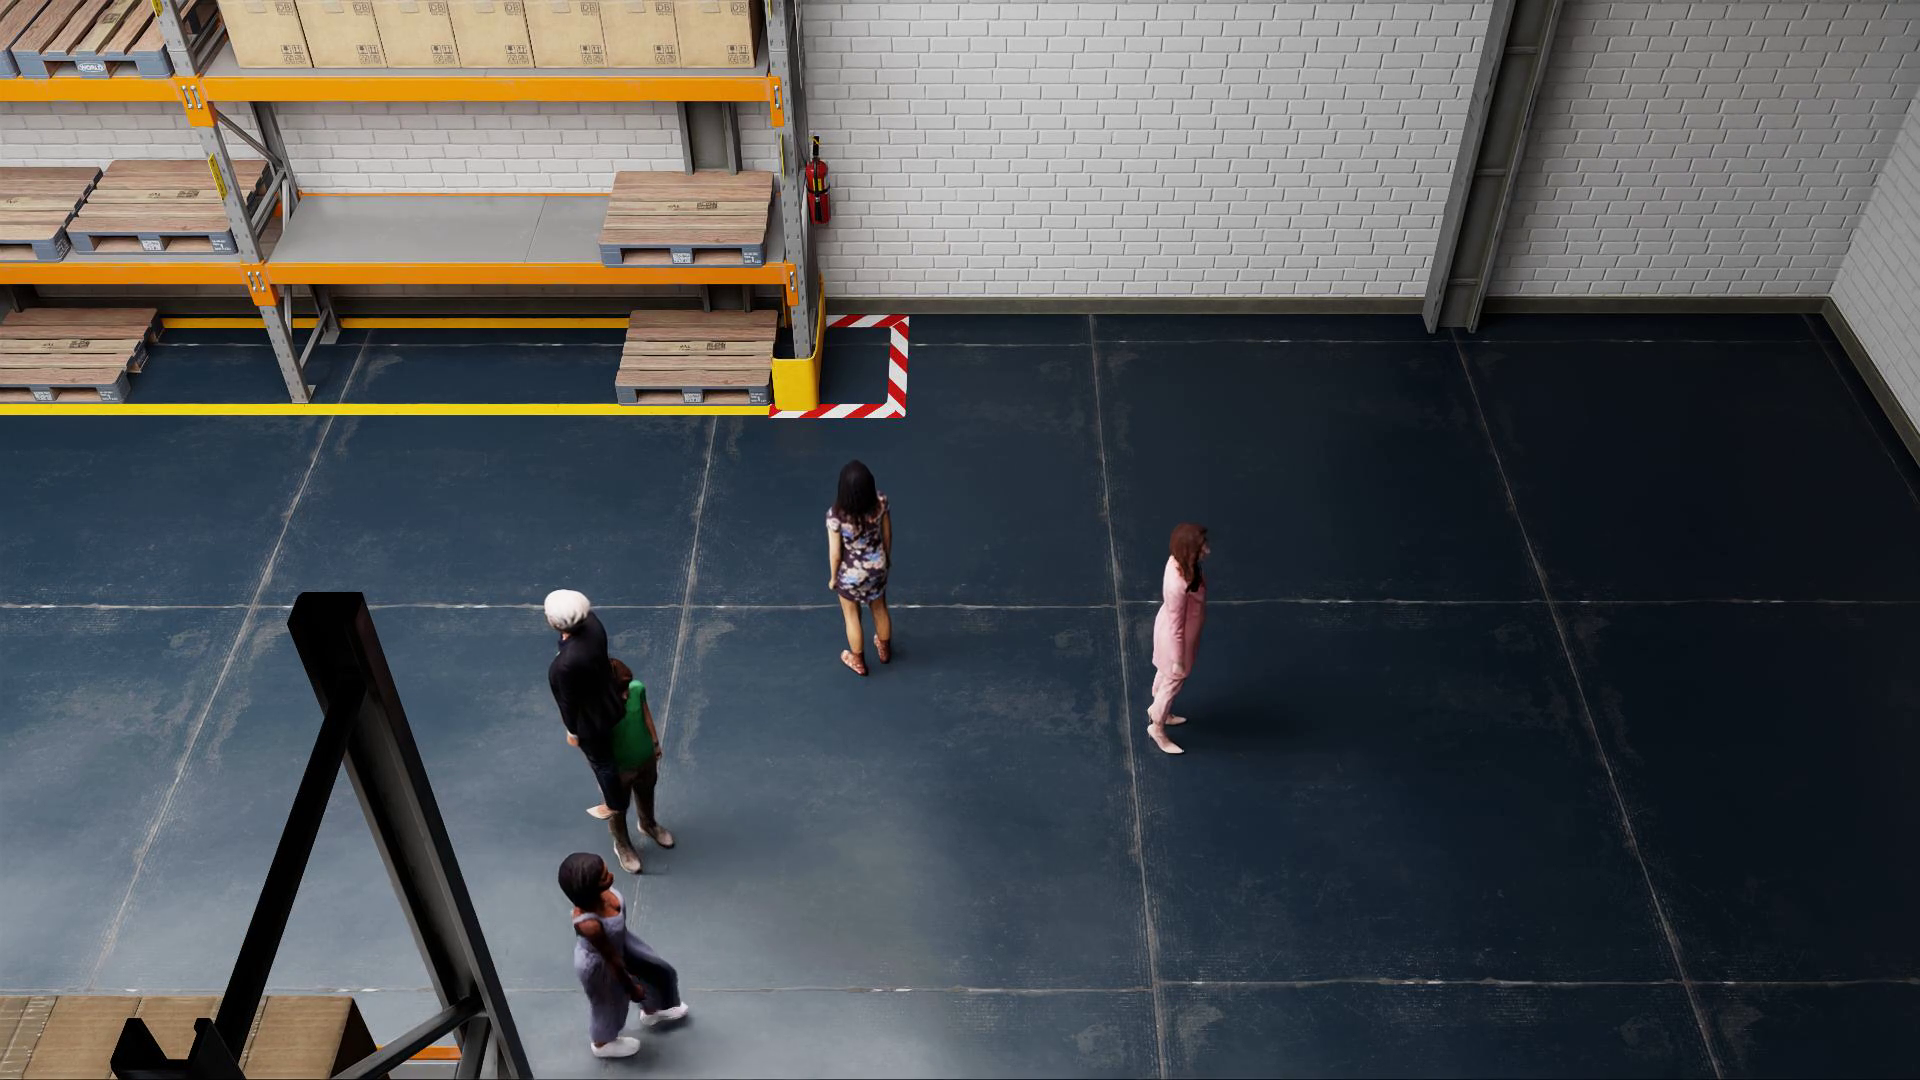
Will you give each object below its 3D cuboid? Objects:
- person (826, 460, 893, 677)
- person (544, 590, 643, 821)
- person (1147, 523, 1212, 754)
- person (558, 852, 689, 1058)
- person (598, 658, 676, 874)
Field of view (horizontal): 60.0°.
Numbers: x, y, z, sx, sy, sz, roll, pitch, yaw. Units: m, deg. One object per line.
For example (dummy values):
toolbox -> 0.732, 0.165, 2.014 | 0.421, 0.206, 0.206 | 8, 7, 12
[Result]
person -> -0.627, 0.184, 10.549 | 0.608, 1.733, 0.724 | -21, 47, -20
person -> -1.980, 0.862, 9.035 | 0.653, 1.779, 0.759 | 7, 44, 8
person -> 1.308, 0.583, 10.079 | 0.577, 1.803, 0.649 | 7, 44, 8
person -> -1.894, 2.157, 8.515 | 0.736, 1.683, 0.581 | -2, 44, -2
person -> -1.916, 1.237, 9.503 | 0.667, 1.652, 0.727 | -34, 53, -31
